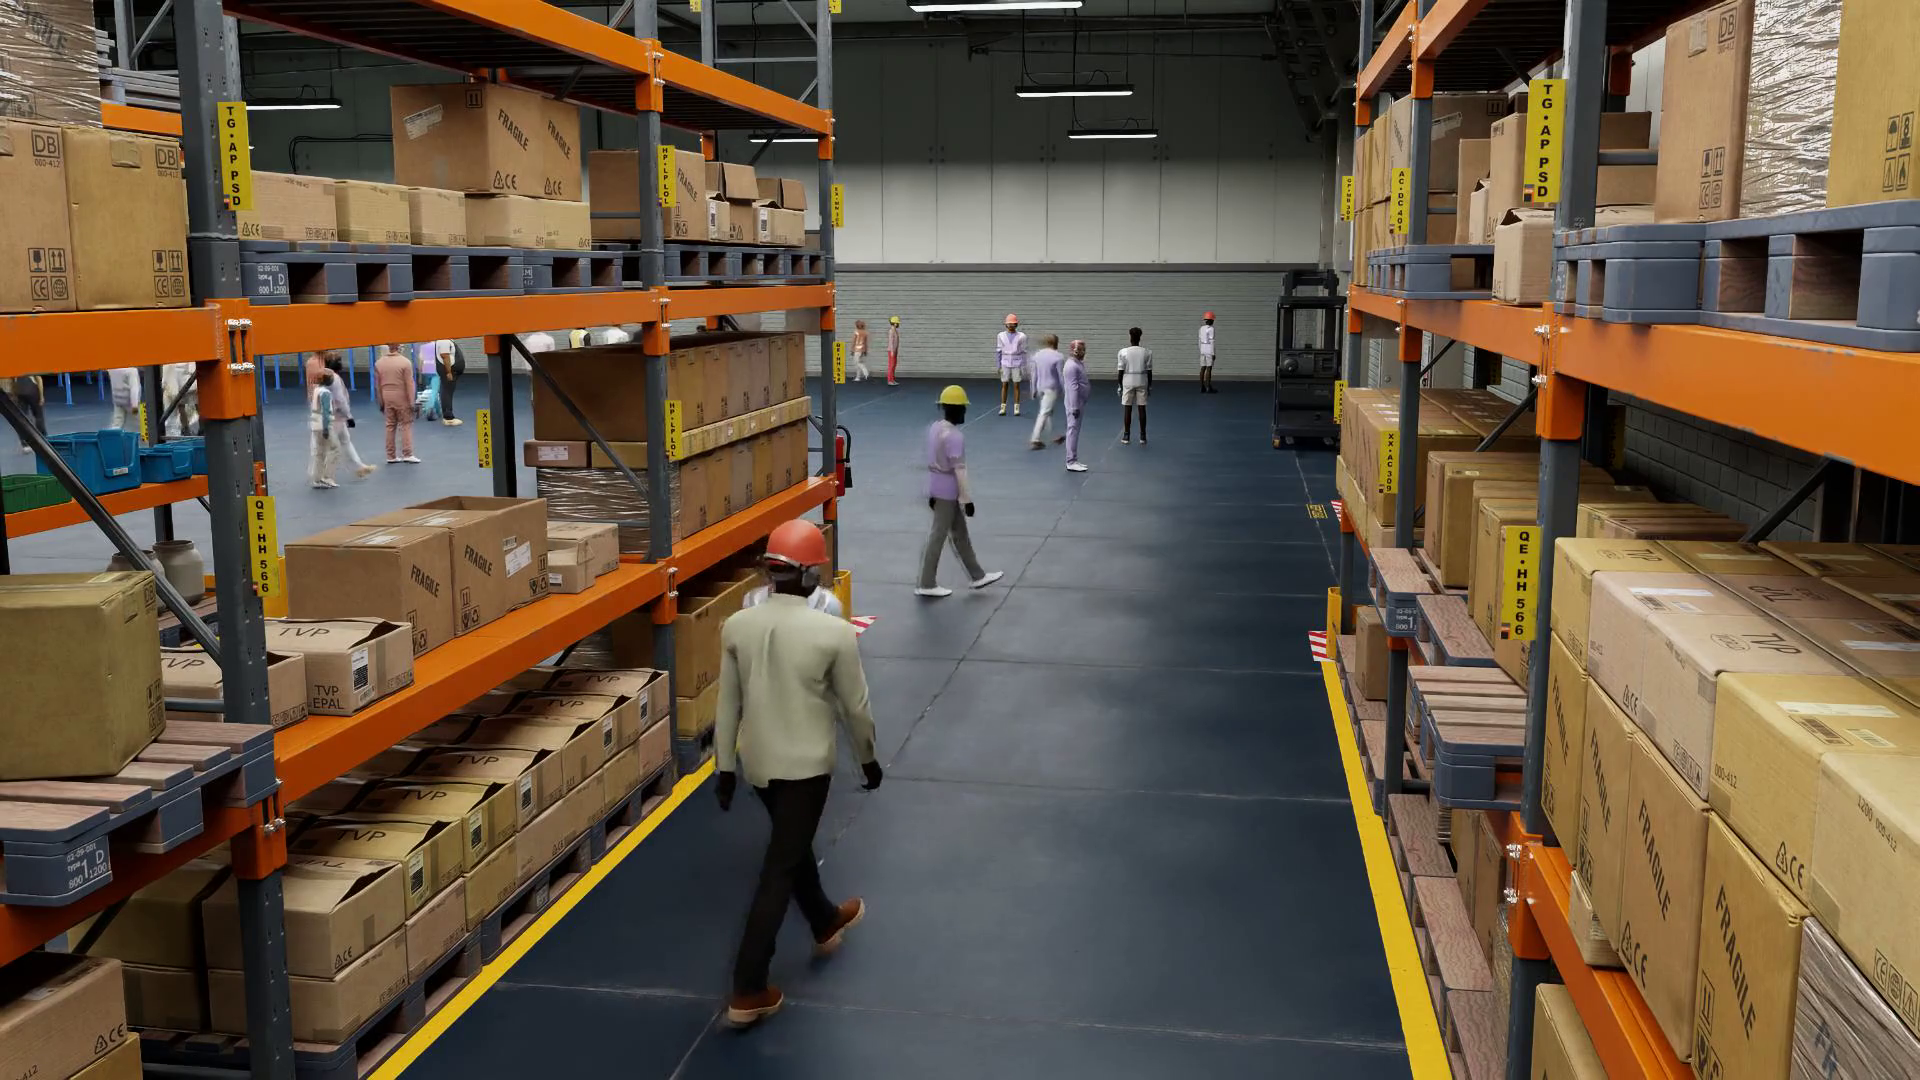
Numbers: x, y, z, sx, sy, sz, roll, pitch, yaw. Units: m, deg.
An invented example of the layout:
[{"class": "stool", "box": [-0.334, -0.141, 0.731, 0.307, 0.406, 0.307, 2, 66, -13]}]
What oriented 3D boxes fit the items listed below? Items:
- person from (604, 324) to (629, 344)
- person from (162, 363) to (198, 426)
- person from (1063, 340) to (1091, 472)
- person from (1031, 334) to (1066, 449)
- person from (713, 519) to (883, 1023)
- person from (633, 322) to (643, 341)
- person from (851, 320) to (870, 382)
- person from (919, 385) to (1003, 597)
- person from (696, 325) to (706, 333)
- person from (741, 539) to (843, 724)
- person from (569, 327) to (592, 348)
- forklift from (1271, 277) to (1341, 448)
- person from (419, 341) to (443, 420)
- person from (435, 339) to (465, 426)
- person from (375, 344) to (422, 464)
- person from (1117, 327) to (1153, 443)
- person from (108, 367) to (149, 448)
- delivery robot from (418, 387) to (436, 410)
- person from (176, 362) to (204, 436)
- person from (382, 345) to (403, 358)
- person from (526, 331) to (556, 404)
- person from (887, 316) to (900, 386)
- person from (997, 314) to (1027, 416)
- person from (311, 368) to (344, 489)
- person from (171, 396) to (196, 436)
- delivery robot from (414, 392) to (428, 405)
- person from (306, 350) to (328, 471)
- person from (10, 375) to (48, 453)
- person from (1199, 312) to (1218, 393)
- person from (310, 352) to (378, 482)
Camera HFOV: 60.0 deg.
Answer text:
[{"class": "person", "box": [-7.679, -4.104, 37.568, 0.647, 1.886, 1.015, 4, 10, 25]}, {"class": "person", "box": [-14.819, -2.949, 31.369, 0.810, 1.599, 0.507, -3, 10, -16]}, {"class": "person", "box": [1.715, -1.977, 24.417, 0.411, 1.910, 0.643, 1, 9, 4]}, {"class": "person", "box": [1.509, -2.476, 27.593, 1.034, 1.878, 0.652, -8, 12, -40]}, {"class": "person", "box": [-0.664, 0.883, 6.721, 0.610, 1.936, 1.069, 5, 11, 30]}, {"class": "person", "box": [-6.978, -4.013, 36.880, 0.638, 1.948, 1.028, 6, 11, 32]}, {"class": "person", "box": [-2.608, -4.957, 43.682, 0.605, 1.620, 0.527, 7, 11, 36]}, {"class": "person", "box": [0.024, -0.438, 14.957, 0.904, 1.888, 0.614, -3, 10, -16]}, {"class": "person", "box": [-5.902, -4.102, 38.231, 0.588, 1.672, 0.453, 1, 9, 8]}, {"class": "person", "box": [-0.821, 0.751, 8.341, 0.537, 1.673, 0.783, 2, 10, 14]}, {"class": "person", "box": [-8.551, -4.095, 37.692, 0.633, 1.841, 0.429, 6, 11, 34]}, {"class": "forklift", "box": [5.847, -3.016, 27.970, 1.129, 2.768, 1.873, 1, 9, 9]}, {"class": "person", "box": [-10.407, -3.262, 32.875, 0.594, 1.750, 1.130, 1, 9, 8]}, {"class": "person", "box": [-9.709, -3.203, 31.700, 0.536, 2.000, 0.674, -4, 10, -21]}, {"class": "person", "box": [-8.561, -2.106, 25.330, 0.674, 1.890, 0.468, 3, 10, 17]}, {"class": "person", "box": [2.973, -2.628, 28.254, 0.612, 1.965, 0.362, 0, 9, -1]}, {"class": "person", "box": [-13.046, -2.179, 26.057, 0.607, 1.788, 0.907, 4, 10, 23]}, {"class": "delivery robot", "box": [-10.920, -2.907, 34.162, 0.477, 0.478, 0.707, -2, 9, -11]}, {"class": "person", "box": [-13.223, -2.651, 28.549, 0.654, 1.910, 0.551, 7, 11, 36]}, {"class": "person", "box": [-11.369, -3.391, 33.373, 0.429, 1.840, 0.643, -3, 10, -18]}, {"class": "person", "box": [-8.741, -3.632, 34.733, 0.644, 1.882, 0.870, 4, 10, 24]}, {"class": "person", "box": [-1.675, -4.821, 42.427, 0.338, 1.757, 0.518, 2, 9, 10]}, {"class": "person", "box": [1.042, -3.548, 33.688, 0.605, 2.045, 0.386, 1, 9, 8]}, {"class": "person", "box": [-8.517, -1.492, 22.313, 0.452, 1.624, 0.531, -6, 11, -35]}, {"class": "person", "box": [-13.466, -2.655, 29.217, 0.870, 1.707, 0.497, -6, 11, -31]}, {"class": "delivery robot", "box": [-10.599, -2.789, 32.632, 0.335, 0.223, 0.698, -2, 9, -10]}, {"class": "person", "box": [-9.397, -2.028, 24.465, 0.392, 1.992, 0.623, -1, 9, -7]}, {"class": "person", "box": [-15.042, -2.331, 26.887, 0.536, 1.809, 0.792, -1, 9, -8]}, {"class": "person", "box": [5.957, -4.505, 39.915, 0.359, 1.939, 0.542, -5, 10, -28]}, {"class": "person", "box": [-8.630, -1.707, 23.110, 0.970, 1.789, 0.632, -6, 11, -32]}]
